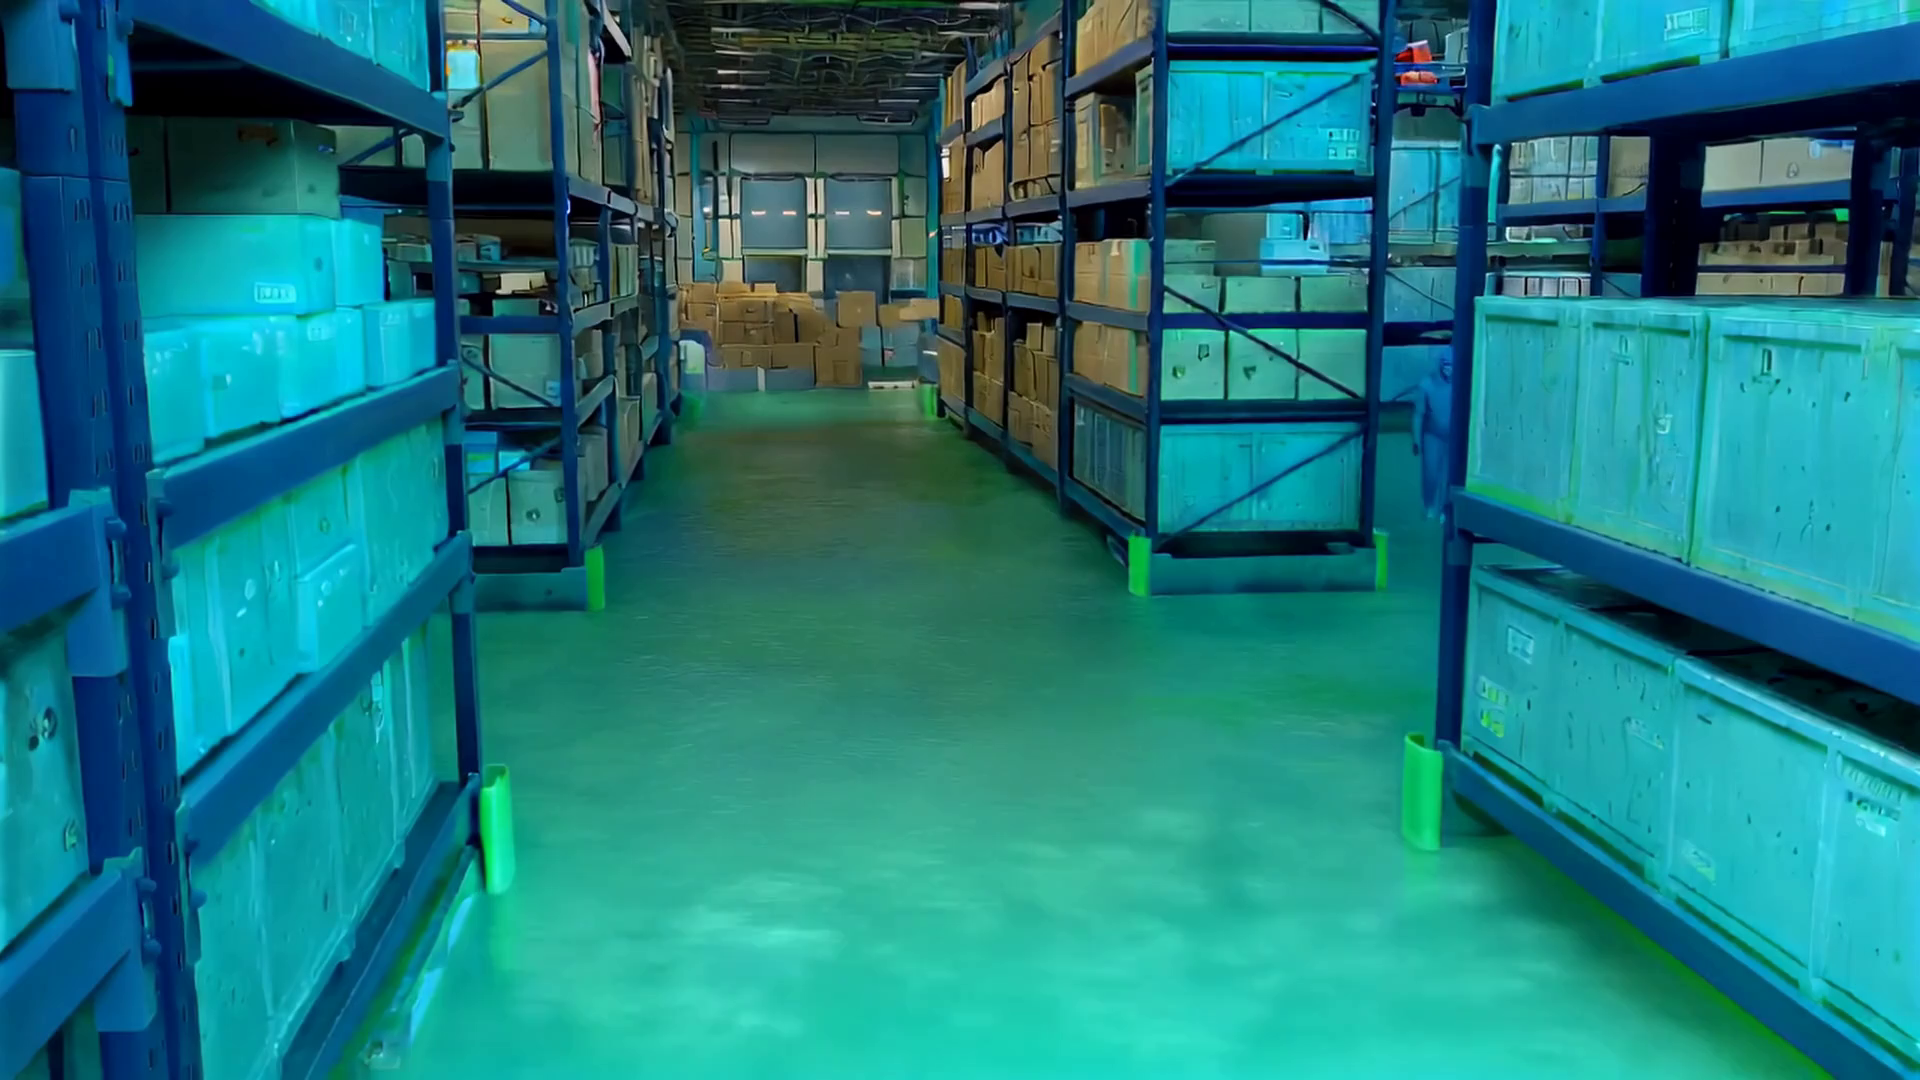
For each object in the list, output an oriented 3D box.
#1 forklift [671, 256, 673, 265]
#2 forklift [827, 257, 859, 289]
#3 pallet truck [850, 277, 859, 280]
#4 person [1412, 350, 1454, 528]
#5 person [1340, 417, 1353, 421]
[{"bbox_3d":[-10.987,-9.066,61.344,1.129,2.768,1.873,-1,10,-7],"label":"forklift"},{"bbox_3d":[-3.293,-6.577,46.858,1.129,2.768,1.873,-1,10,-7],"label":"forklift"},{"bbox_3d":[-3.782,-9.391,65.808,1.885,1.965,0.823,2,10,10],"label":"pallet truck"},{"bbox_3d":[5.161,-1.082,17.721,0.668,1.893,0.500,2,10,11],"label":"person"},{"bbox_3d":[4.059,-1.055,18.149,0.315,1.696,0.541,-8,13,-41],"label":"person"}]
